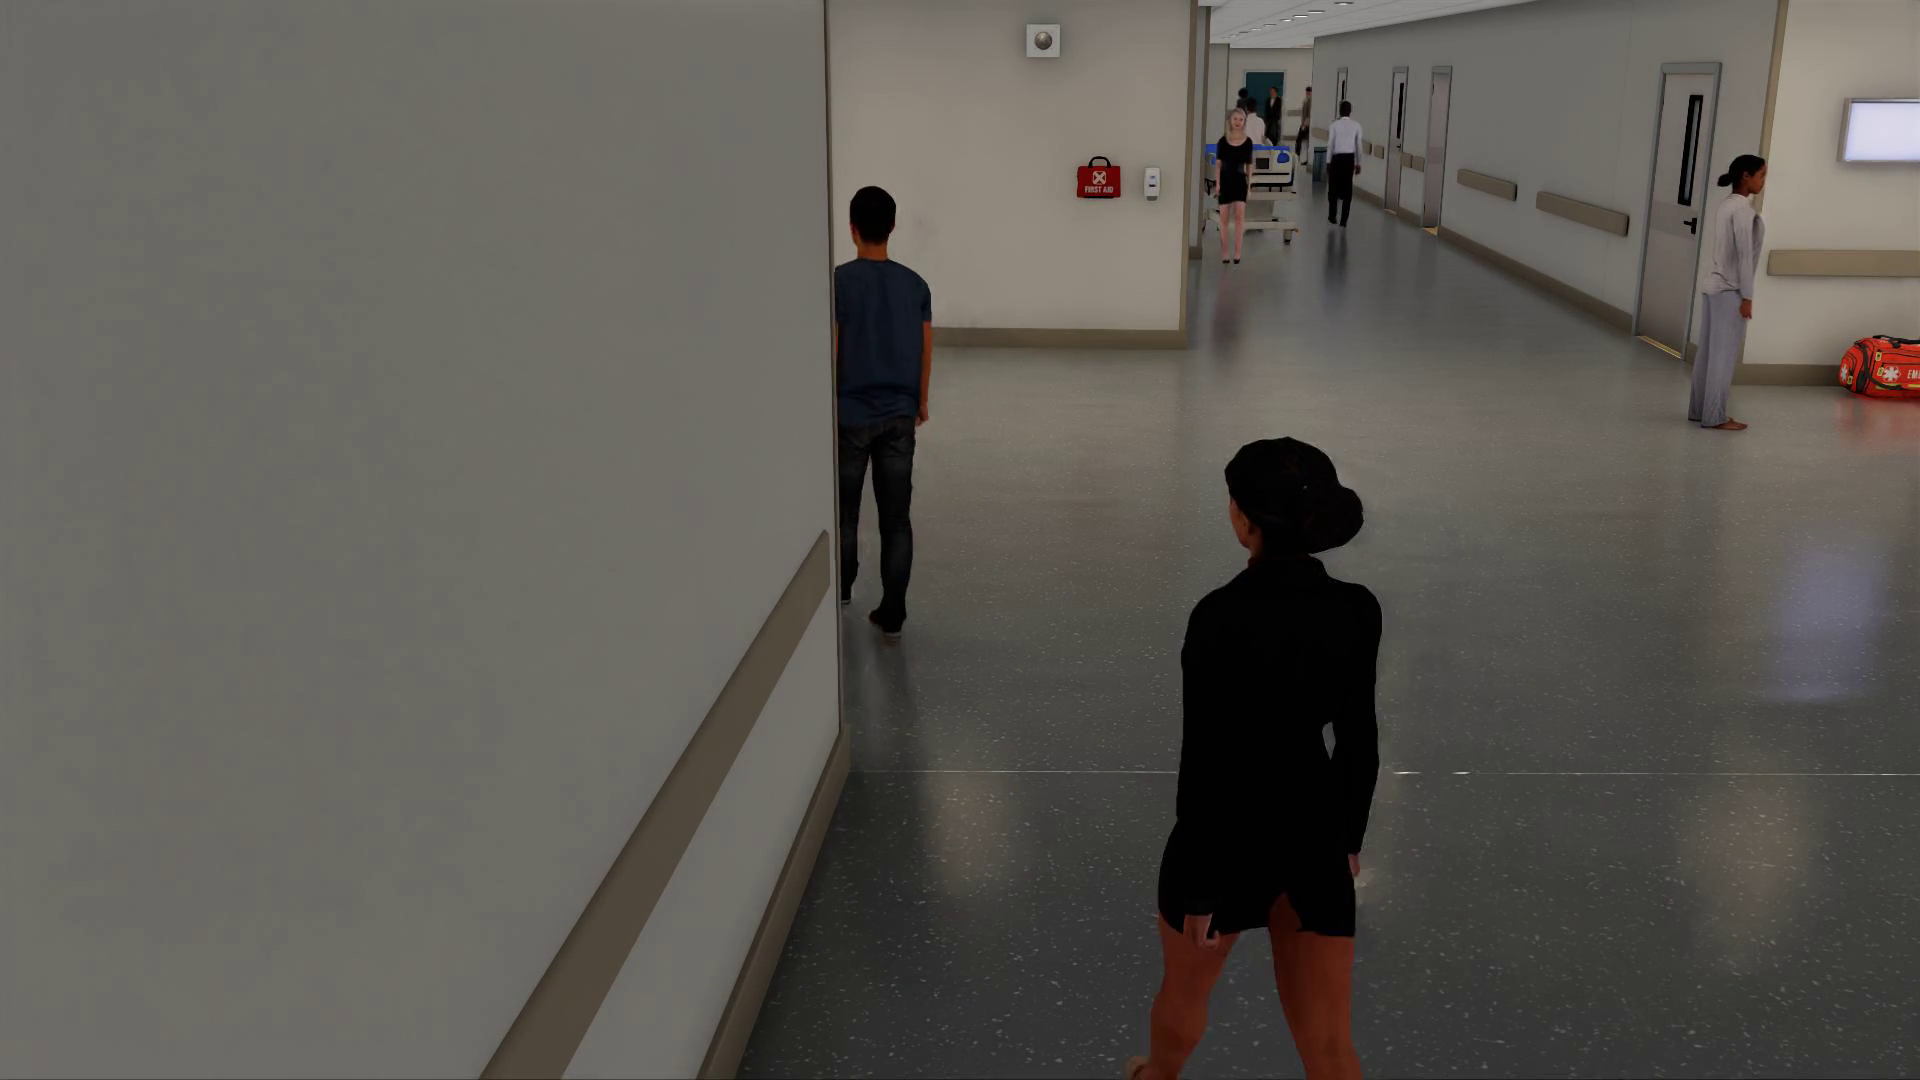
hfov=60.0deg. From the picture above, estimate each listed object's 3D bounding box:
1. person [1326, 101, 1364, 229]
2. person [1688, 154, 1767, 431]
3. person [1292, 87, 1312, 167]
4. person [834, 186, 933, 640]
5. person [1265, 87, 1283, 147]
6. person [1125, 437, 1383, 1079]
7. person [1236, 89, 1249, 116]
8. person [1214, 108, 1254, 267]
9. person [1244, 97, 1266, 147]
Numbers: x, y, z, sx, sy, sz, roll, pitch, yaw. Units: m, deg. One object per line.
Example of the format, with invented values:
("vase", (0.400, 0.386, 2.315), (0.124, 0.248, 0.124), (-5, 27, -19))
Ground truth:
("person", (5.539, -5.369, 24.018), (1.209, 1.780, 0.762), (2, 16, 7))
("person", (4.964, -1.611, 10.764), (0.537, 1.739, 0.634), (2, 16, 7))
("person", (8.528, -10.031, 40.404), (0.976, 1.862, 0.898), (-3, 16, -10))
("person", (-0.320, -0.473, 6.635), (1.044, 1.788, 0.991), (-5, 17, -18))
("person", (9.174, -12.271, 48.490), (0.851, 1.786, 0.912), (9, 18, 30))
("person", (0.592, 0.656, 3.000), (1.067, 1.589, 0.917), (-5, 16, -16))
("person", (8.784, -13.120, 51.664), (0.707, 1.696, 0.652), (1, 16, 4))
("person", (3.201, -4.135, 19.611), (0.990, 1.797, 0.668), (2, 16, 9))
("person", (4.599, -6.015, 26.202), (0.647, 1.838, 0.789), (-3, 16, -9))
